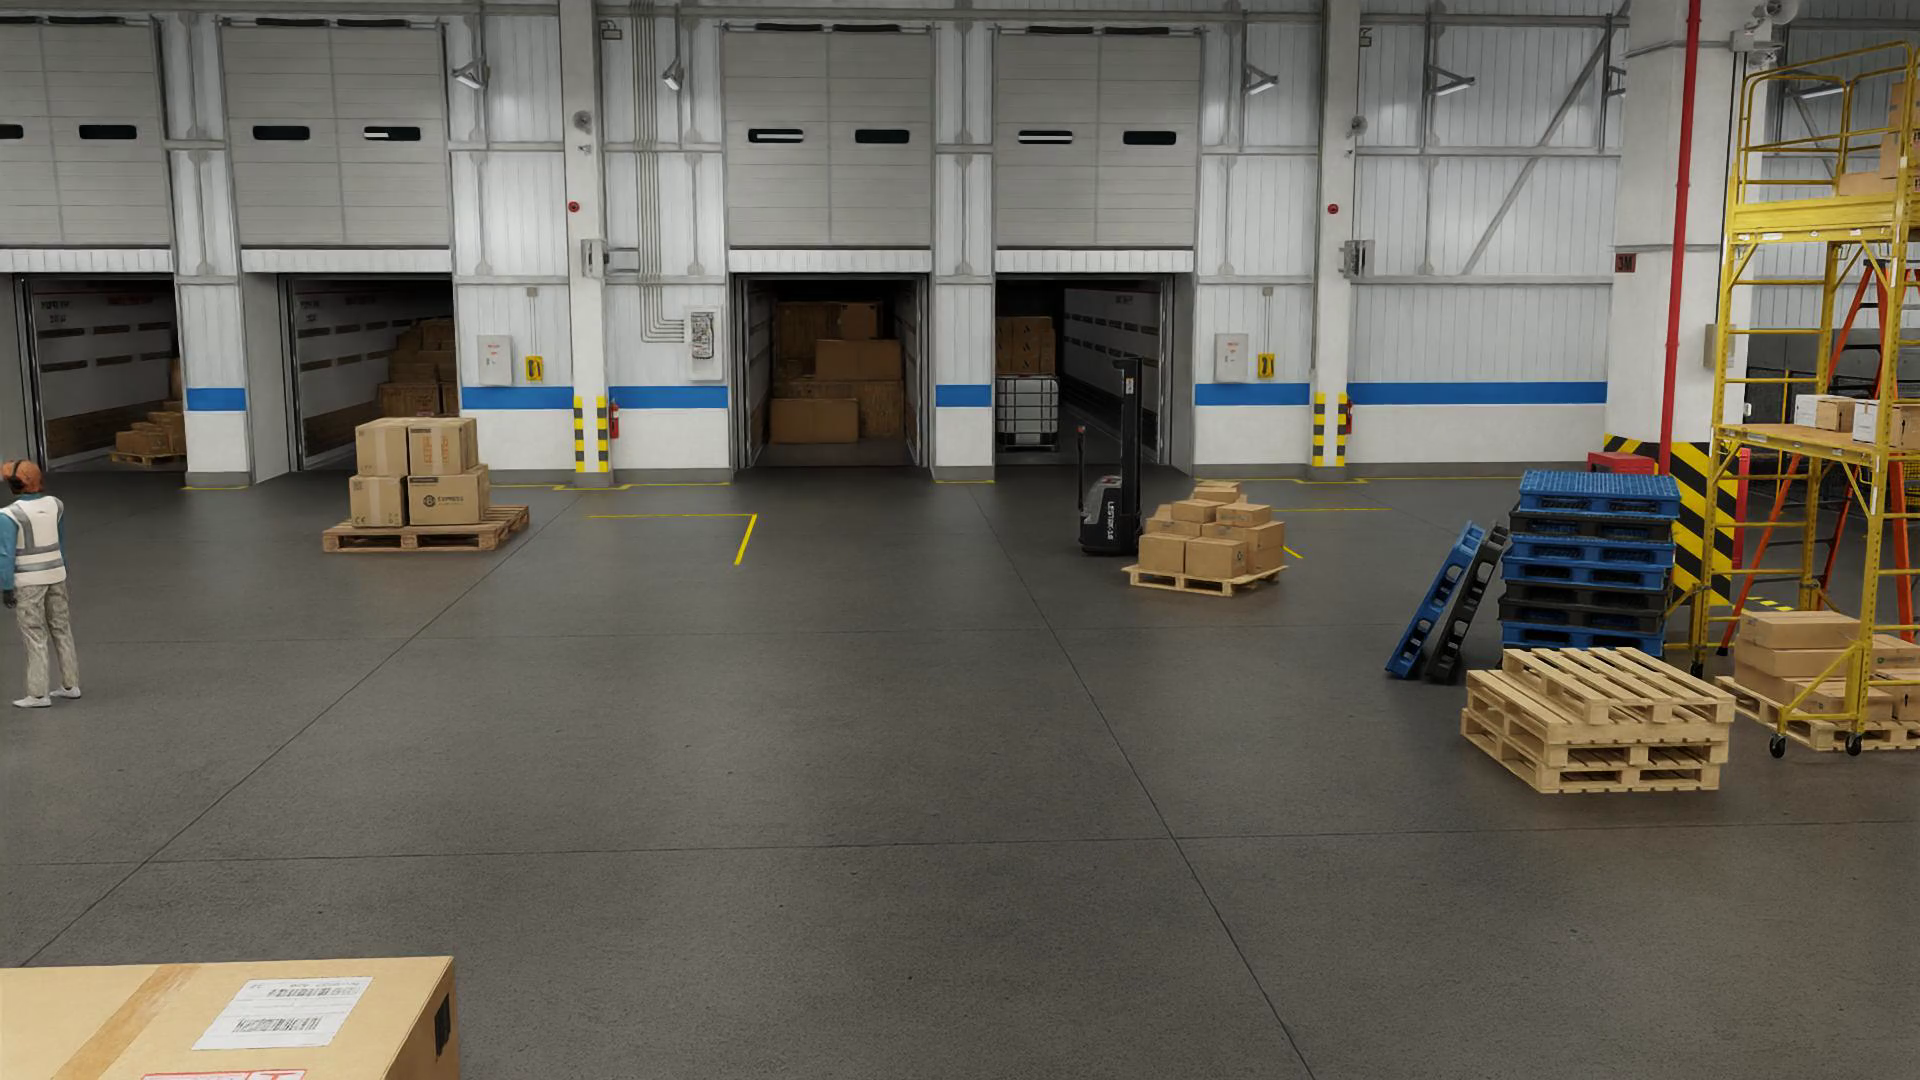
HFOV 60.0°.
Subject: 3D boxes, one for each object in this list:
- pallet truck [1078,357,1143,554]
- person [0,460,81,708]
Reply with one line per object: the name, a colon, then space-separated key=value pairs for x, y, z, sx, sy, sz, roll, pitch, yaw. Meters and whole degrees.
pallet truck: x=2.088 y=-0.836 z=16.757 sx=1.885 sy=1.965 sz=0.823 roll=2 pitch=9 yaw=13
person: x=-6.039 y=0.286 z=10.876 sx=0.311 sy=1.633 sz=0.516 roll=2 pitch=9 yaw=15
